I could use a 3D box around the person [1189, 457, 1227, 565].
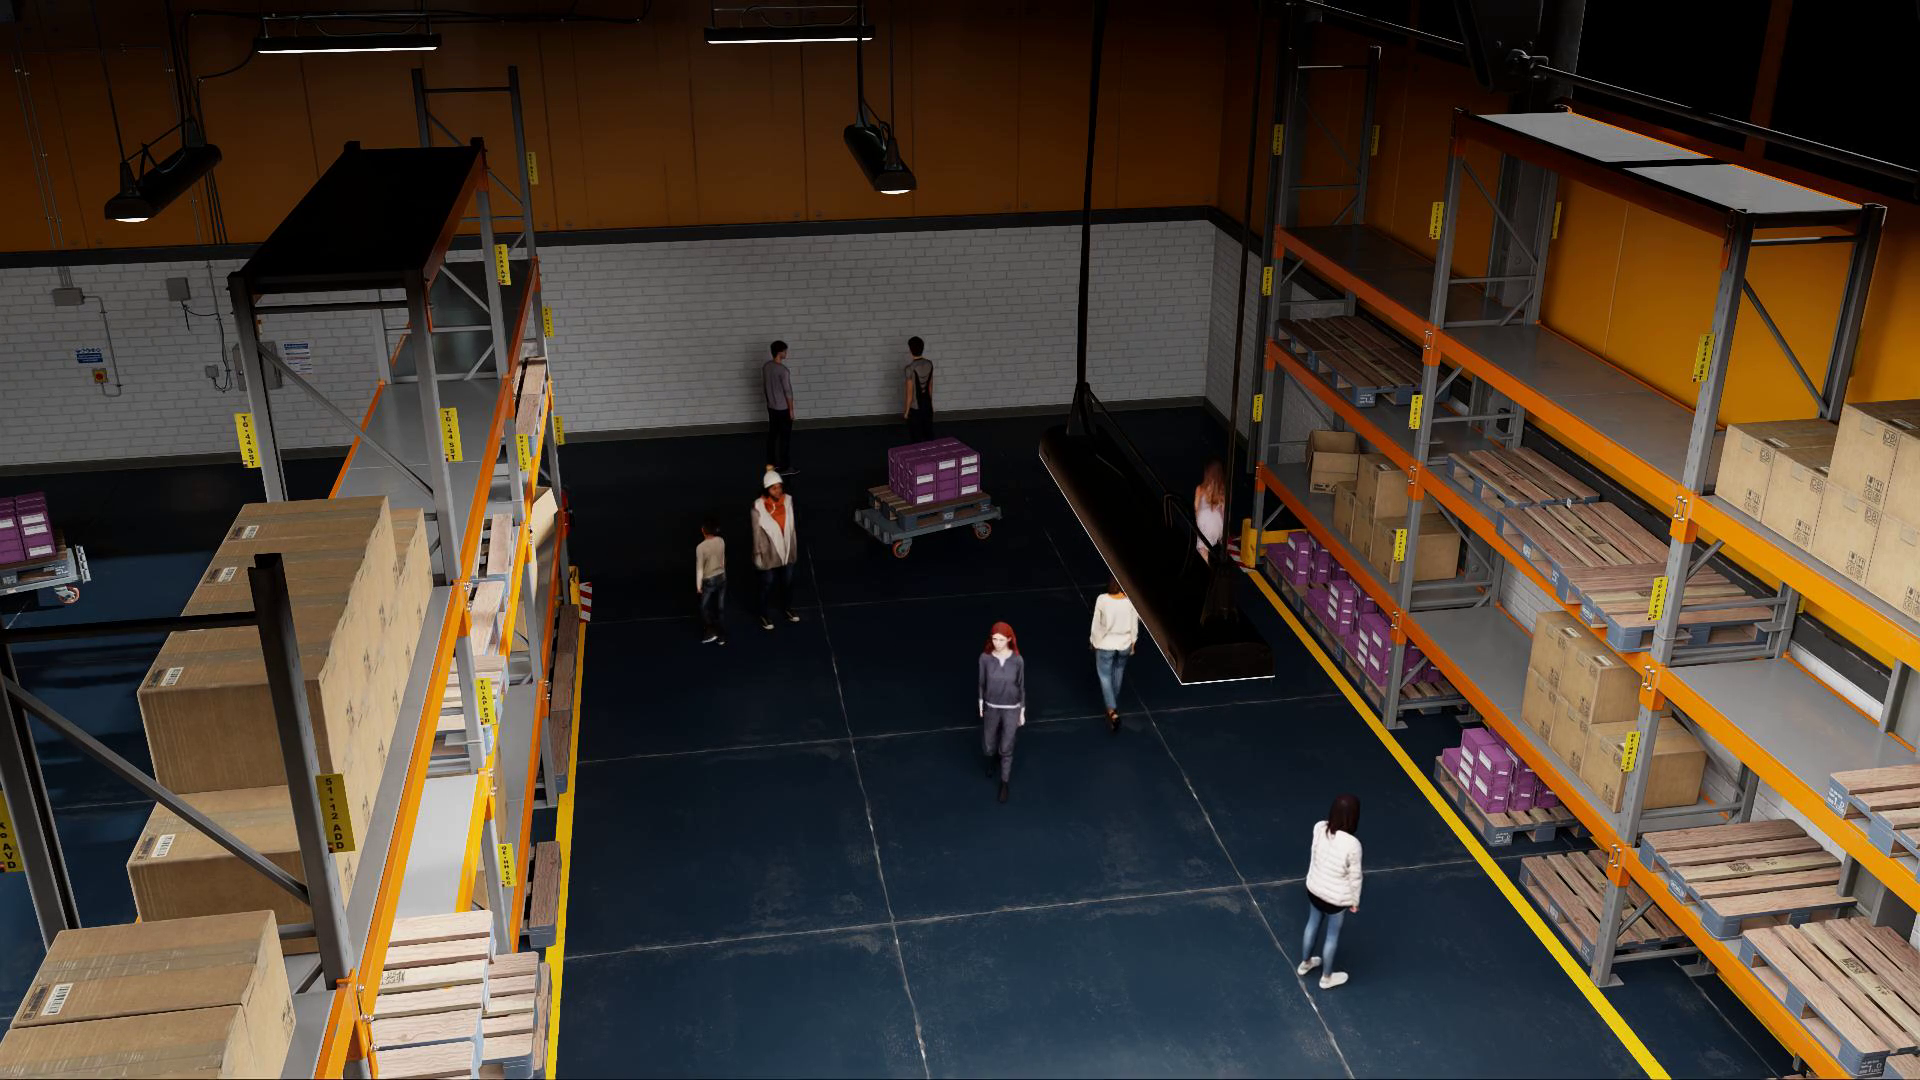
[{"bbox_3d":[2.790,-0.026,18.589,0.624,1.730,1.125,-6,24,-14],"label":"person"}]

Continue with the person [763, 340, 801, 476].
[{"bbox_3d":[-2.455,-1.802,22.514,0.678,1.840,0.787,21,31,39],"label":"person"}]

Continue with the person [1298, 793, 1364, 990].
[{"bbox_3d":[2.808,2.642,12.607,0.767,1.633,0.655,-18,29,-35],"label":"person"}]

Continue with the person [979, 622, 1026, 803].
[{"bbox_3d":[0.404,1.499,15.050,0.725,1.771,0.811,4,24,10],"label":"person"}]

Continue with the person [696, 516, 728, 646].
[{"bbox_3d":[-2.600,0.466,17.815,0.651,1.449,0.686,-20,31,-38],"label":"person"}]

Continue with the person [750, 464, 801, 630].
[{"bbox_3d":[-2.038,0.055,18.206,0.793,1.888,0.814,-16,28,-33],"label":"person"}]

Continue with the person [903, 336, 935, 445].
[{"bbox_3d":[-0.540,-1.825,22.503,0.737,1.893,0.744,-19,30,-37],"label":"person"}]

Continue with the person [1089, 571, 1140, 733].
[{"bbox_3d":[1.504,1.072,16.172,0.682,1.653,1.032,-2,24,-5],"label":"person"}]
